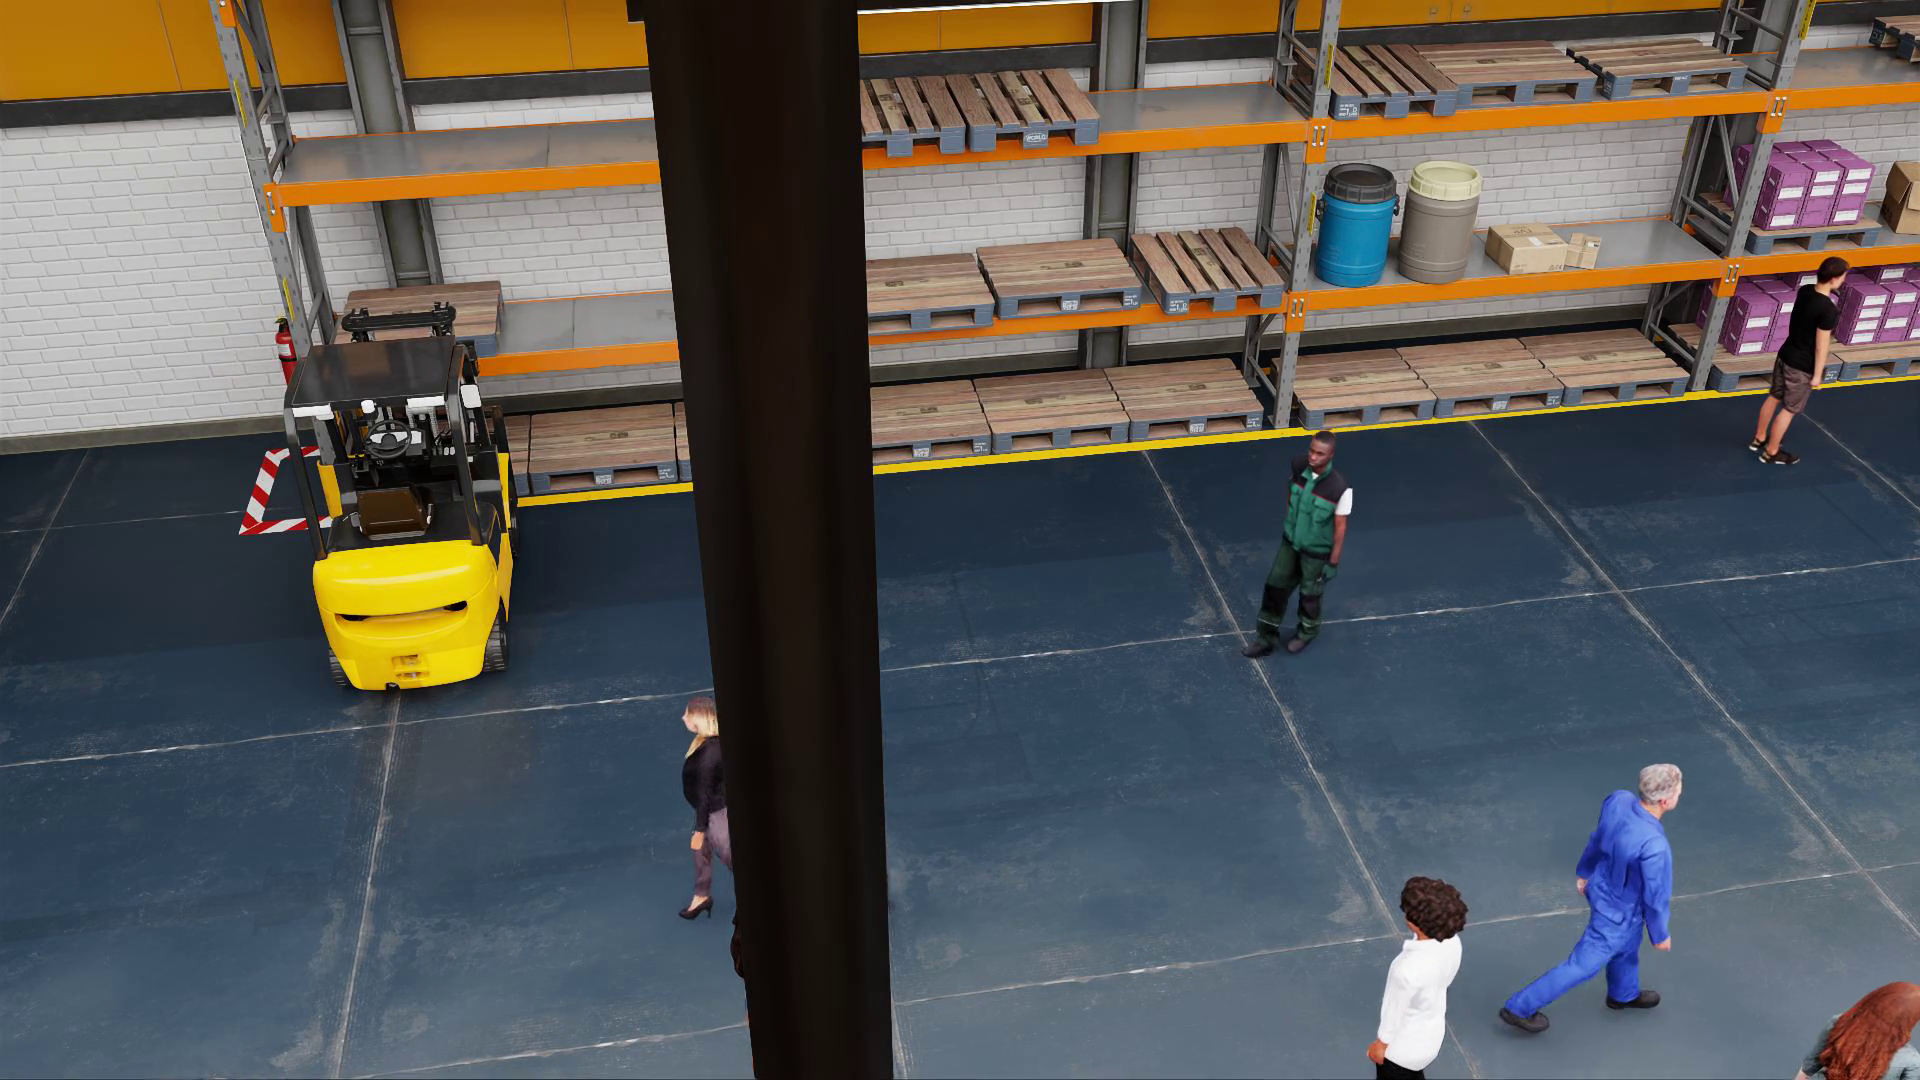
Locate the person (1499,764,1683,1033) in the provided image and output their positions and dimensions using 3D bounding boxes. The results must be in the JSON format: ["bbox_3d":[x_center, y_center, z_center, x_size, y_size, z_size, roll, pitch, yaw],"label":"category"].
[{"bbox_3d":[3.342,1.930,8.701,1.233,1.786,0.882,1,34,1],"label":"person"}]

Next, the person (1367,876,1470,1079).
[{"bbox_3d":[2.189,2.354,8.045,0.767,1.807,0.680,27,42,35],"label":"person"}]

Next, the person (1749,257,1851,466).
[{"bbox_3d":[6.947,-1.500,13.798,0.596,1.857,0.678,-3,34,-5],"label":"person"}]

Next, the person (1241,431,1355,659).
[{"bbox_3d":[2.479,0.006,11.564,1.047,1.822,0.961,-27,42,-34],"label":"person"}]

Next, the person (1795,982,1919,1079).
[{"bbox_3d":[3.973,2.715,7.594,1.013,1.705,0.864,-25,41,-33],"label":"person"}]
